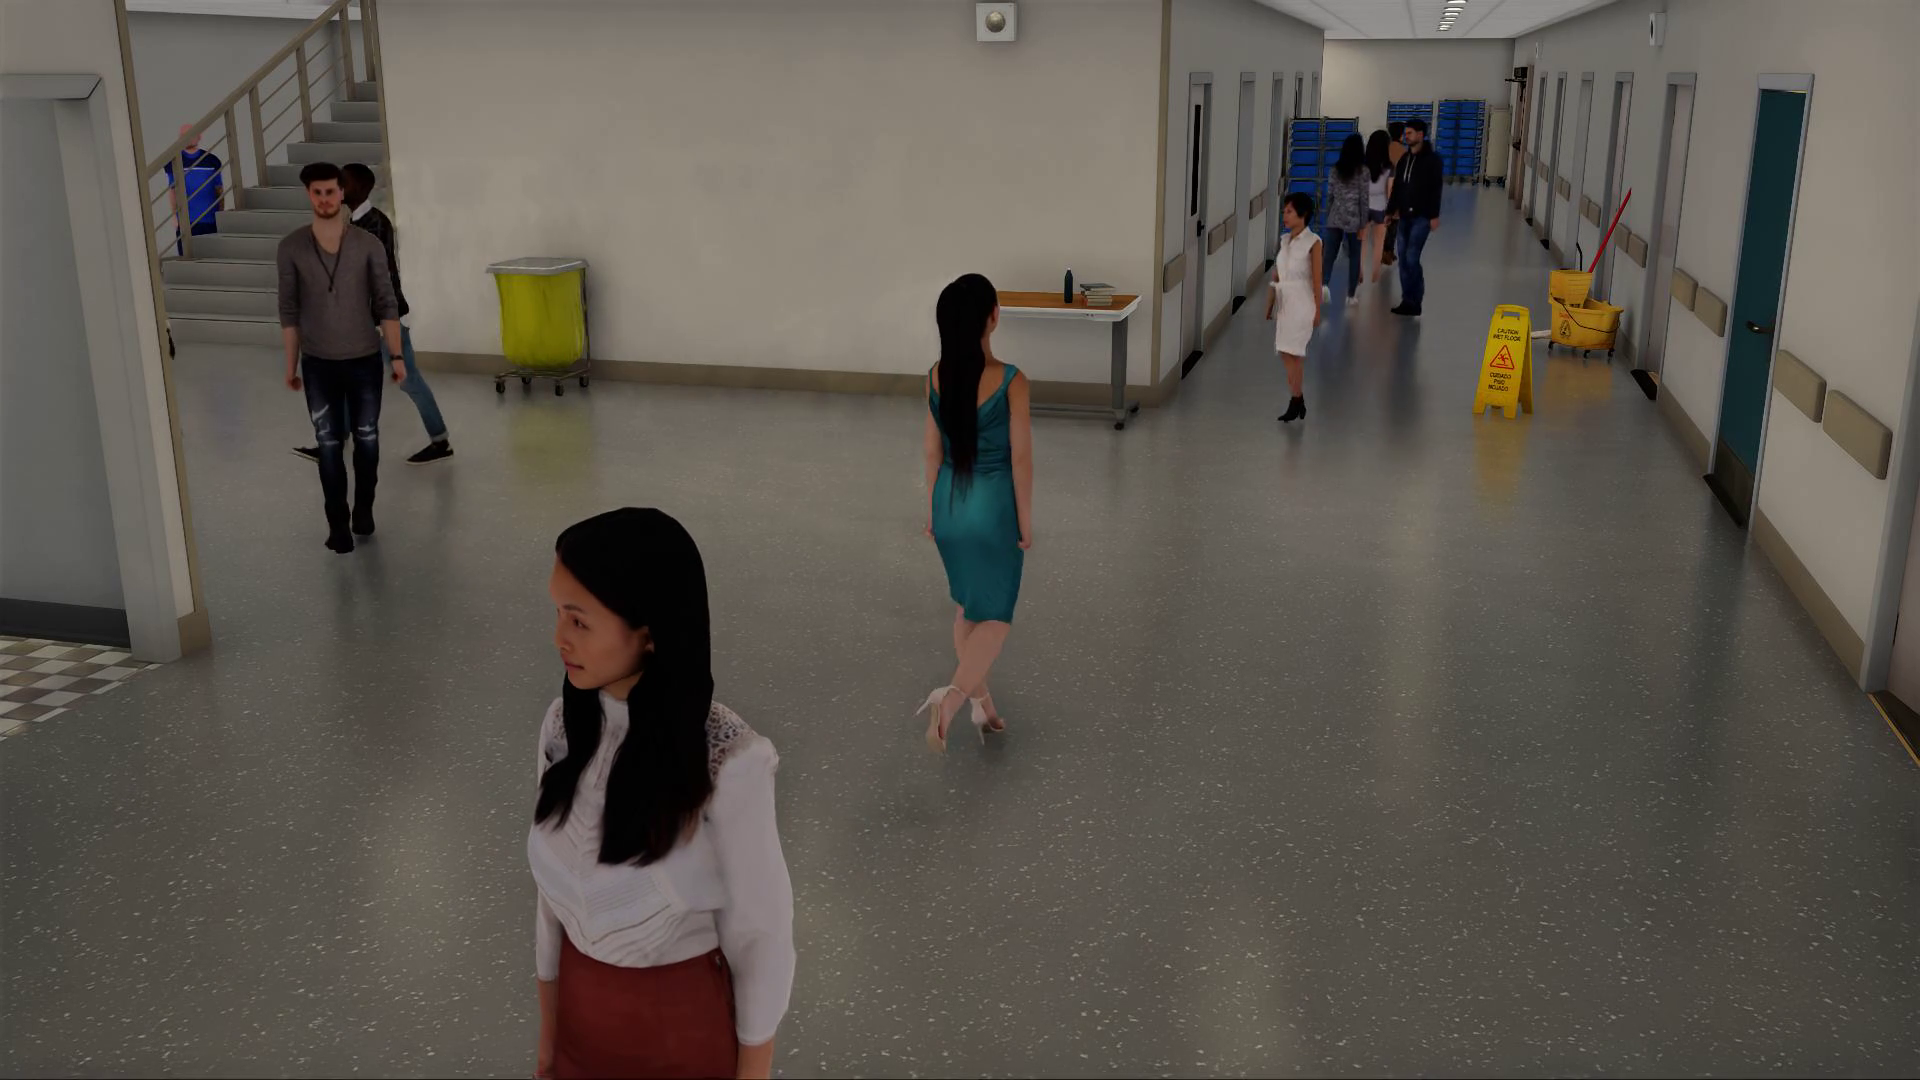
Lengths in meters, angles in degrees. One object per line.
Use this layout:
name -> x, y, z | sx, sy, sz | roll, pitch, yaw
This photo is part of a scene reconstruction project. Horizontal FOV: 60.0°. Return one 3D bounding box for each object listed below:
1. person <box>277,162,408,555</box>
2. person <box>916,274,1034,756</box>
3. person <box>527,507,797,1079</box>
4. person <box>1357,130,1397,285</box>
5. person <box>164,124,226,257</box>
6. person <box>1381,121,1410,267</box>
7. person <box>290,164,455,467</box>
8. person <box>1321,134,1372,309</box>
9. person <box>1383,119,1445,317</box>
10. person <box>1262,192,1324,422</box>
person -> -3.062, -0.894, 8.267 | 1.133, 1.864, 1.281 | -6, 17, -19
person -> 0.024, -0.027, 5.557 | 0.668, 1.667, 0.959 | 7, 17, 24
person -> -0.449, 0.795, 2.486 | 0.652, 1.752, 0.610 | 10, 19, 31
person -> 4.515, -3.631, 18.318 | 0.617, 1.679, 1.035 | 5, 17, 18
person -> -7.483, -3.160, 16.351 | 0.751, 1.840, 0.806 | -9, 18, -28
person -> 5.220, -4.152, 20.047 | 0.902, 1.702, 1.101 | 13, 20, 38
person -> -3.317, -1.282, 9.813 | 1.252, 1.772, 1.125 | -11, 19, -35
person -> 3.783, -3.124, 16.475 | 0.743, 1.702, 1.147 | 7, 17, 24
person -> 4.477, -3.134, 16.196 | 0.945, 1.873, 0.883 | -10, 18, -31
person -> 2.328, -1.562, 11.229 | 0.772, 1.544, 0.710 | -9, 18, -28
